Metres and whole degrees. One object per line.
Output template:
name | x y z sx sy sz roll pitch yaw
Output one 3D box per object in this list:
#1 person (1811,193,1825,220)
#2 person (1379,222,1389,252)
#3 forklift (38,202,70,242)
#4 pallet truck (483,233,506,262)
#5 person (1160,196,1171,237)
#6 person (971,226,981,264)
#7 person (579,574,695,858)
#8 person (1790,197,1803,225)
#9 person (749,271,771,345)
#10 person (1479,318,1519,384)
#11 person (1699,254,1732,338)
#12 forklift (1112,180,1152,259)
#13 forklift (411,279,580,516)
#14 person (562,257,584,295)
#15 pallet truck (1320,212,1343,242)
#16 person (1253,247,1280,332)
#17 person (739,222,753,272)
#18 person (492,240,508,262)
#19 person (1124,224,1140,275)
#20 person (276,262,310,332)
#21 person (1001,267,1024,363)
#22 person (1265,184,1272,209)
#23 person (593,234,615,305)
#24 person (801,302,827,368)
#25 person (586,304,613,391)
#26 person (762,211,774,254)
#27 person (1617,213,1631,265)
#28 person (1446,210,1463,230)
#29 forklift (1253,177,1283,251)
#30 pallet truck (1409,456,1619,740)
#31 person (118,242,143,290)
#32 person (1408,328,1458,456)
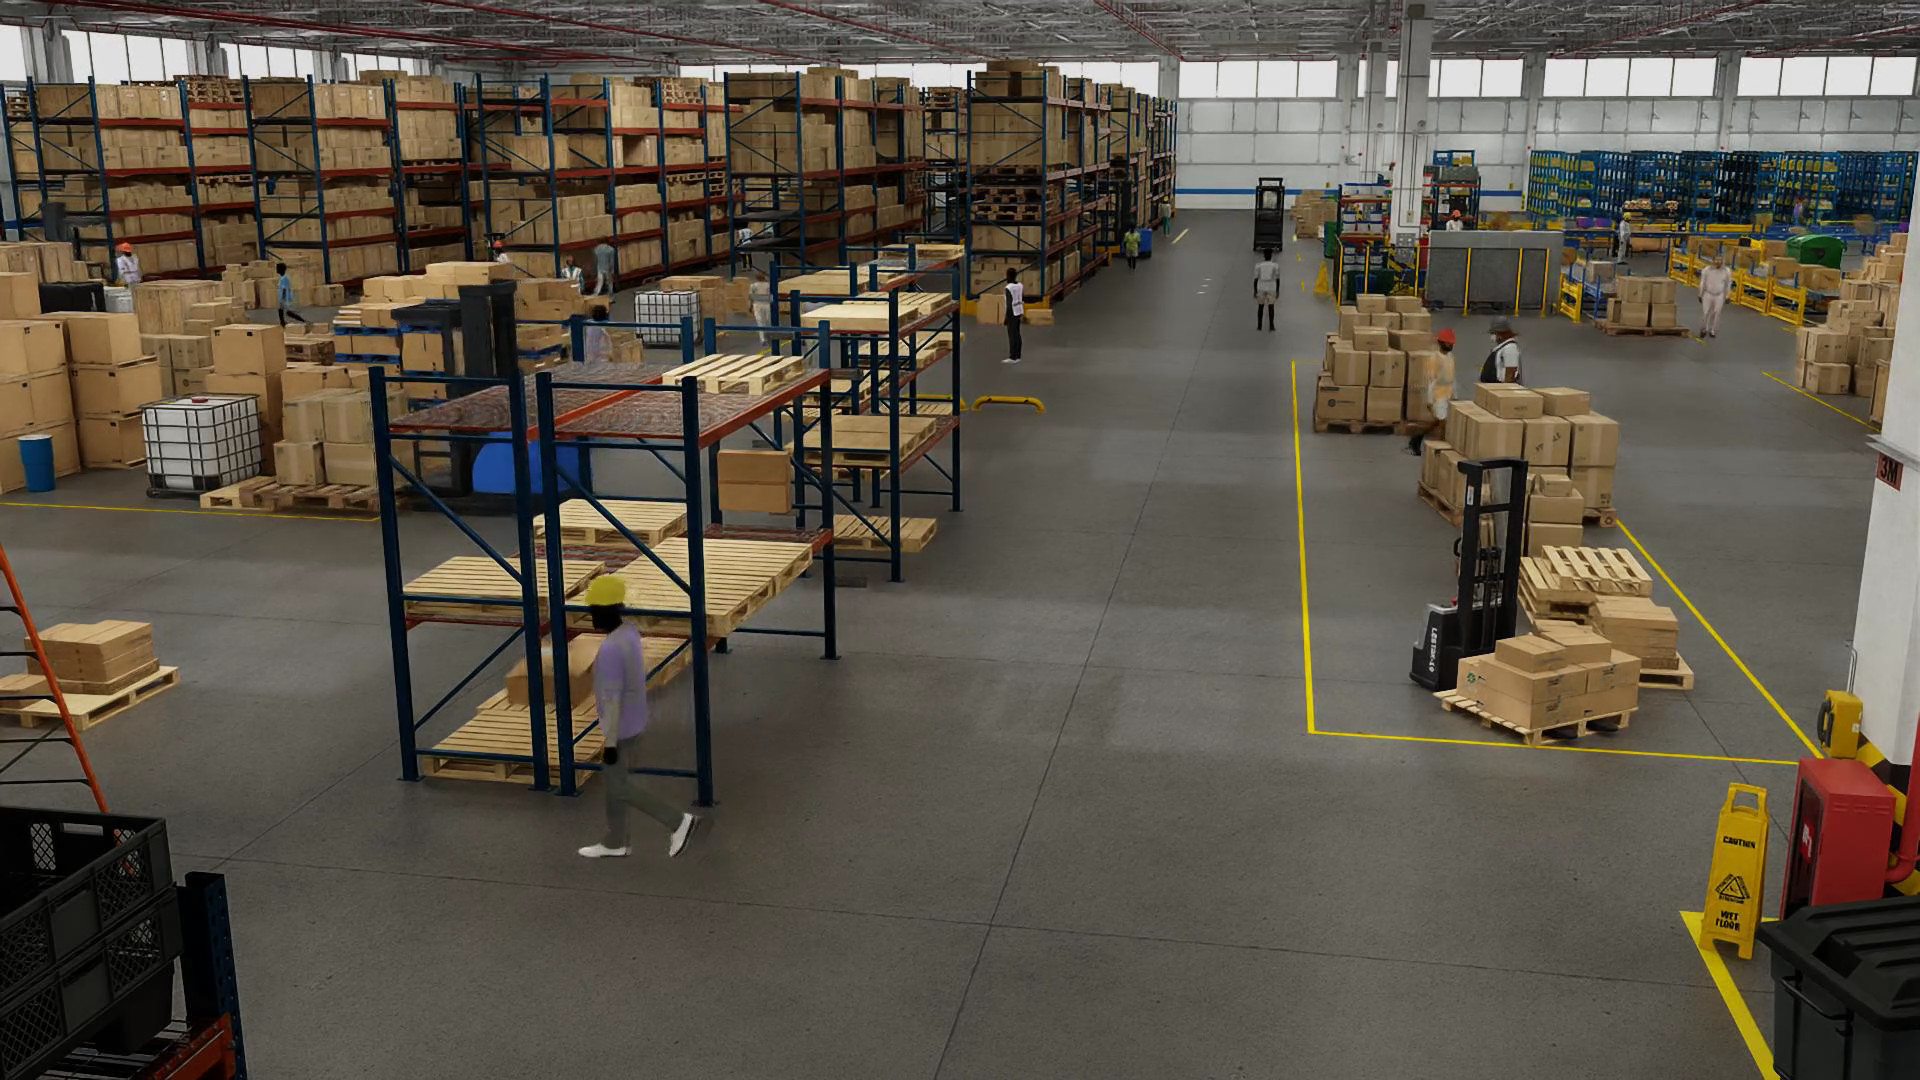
person | 39.697 -15.150 76.909 0.607 1.819 0.457 2 14 8
person | 14.354 -9.850 55.807 0.550 1.619 0.350 2 14 8
forklift | -22.882 -7.147 42.219 1.873 2.768 1.129 -2 14 -10
pallet truck | -11.832 -7.026 43.548 1.885 1.965 0.823 8 16 28
person | 9.113 -14.348 73.756 0.330 1.765 0.532 -11 17 -37
person | 0.559 -10.551 58.337 0.525 1.769 0.316 12 18 40
person | -2.091 1.143 10.554 0.681 1.910 0.591 -1 14 -3
person | 36.081 -13.891 71.763 0.454 1.829 0.578 2 14 10
person | -4.370 -5.113 36.591 0.524 1.598 0.869 -4 15 -17
person | 7.720 -2.210 23.906 0.631 2.000 0.780 3 14 11
person | 17.069 -5.503 37.594 0.665 1.874 0.843 5 15 19
forklift | 6.082 -11.722 60.796 1.873 2.768 1.129 2 14 9
forklift | -5.703 -1.779 20.425 1.873 2.768 1.129 3 14 10
person | -9.360 -6.024 40.234 0.527 1.630 0.314 0 14 -2
pallet truck | 15.874 -13.227 70.310 0.680 1.201 1.601 10 17 35
person | 7.162 -5.849 38.832 0.610 1.963 0.365 4 14 16
person | -7.143 -9.806 55.448 0.538 1.700 0.317 -13 19 -42
person | -11.641 -6.674 42.344 0.944 1.896 0.554 1 14 5
person | 5.624 -9.494 54.246 0.532 1.665 0.731 4 14 17
person | -15.453 -5.561 38.267 0.701 1.668 0.528 -9 16 -32
person | 1.079 -4.543 33.623 0.388 1.921 0.593 7 16 27
person | 15.390 -16.724 82.923 0.378 1.996 0.611 8 16 29
person | -9.569 -7.213 44.534 0.640 1.905 0.941 3 14 12
person | -2.662 -3.716 30.387 0.510 1.865 0.329 3 14 11
person | -5.892 -2.977 27.456 0.520 1.822 0.640 -2 14 -9
person | -7.268 -11.676 63.175 0.506 1.631 0.281 -1 14 -5
person | 23.190 -10.511 58.075 0.403 1.817 0.605 9 16 33
person | 16.434 -9.945 55.302 0.605 2.045 0.379 -4 14 -16
forklift | 12.083 -12.747 64.956 1.129 2.768 1.873 3 14 10
pallet truck | 4.504 0.400 13.395 0.823 1.965 1.885 -6 15 -23
person | -20.692 -6.501 41.615 0.447 1.900 0.600 6 15 24
person | 6.773 -2.065 23.591 0.840 1.913 0.546 12 18 41
